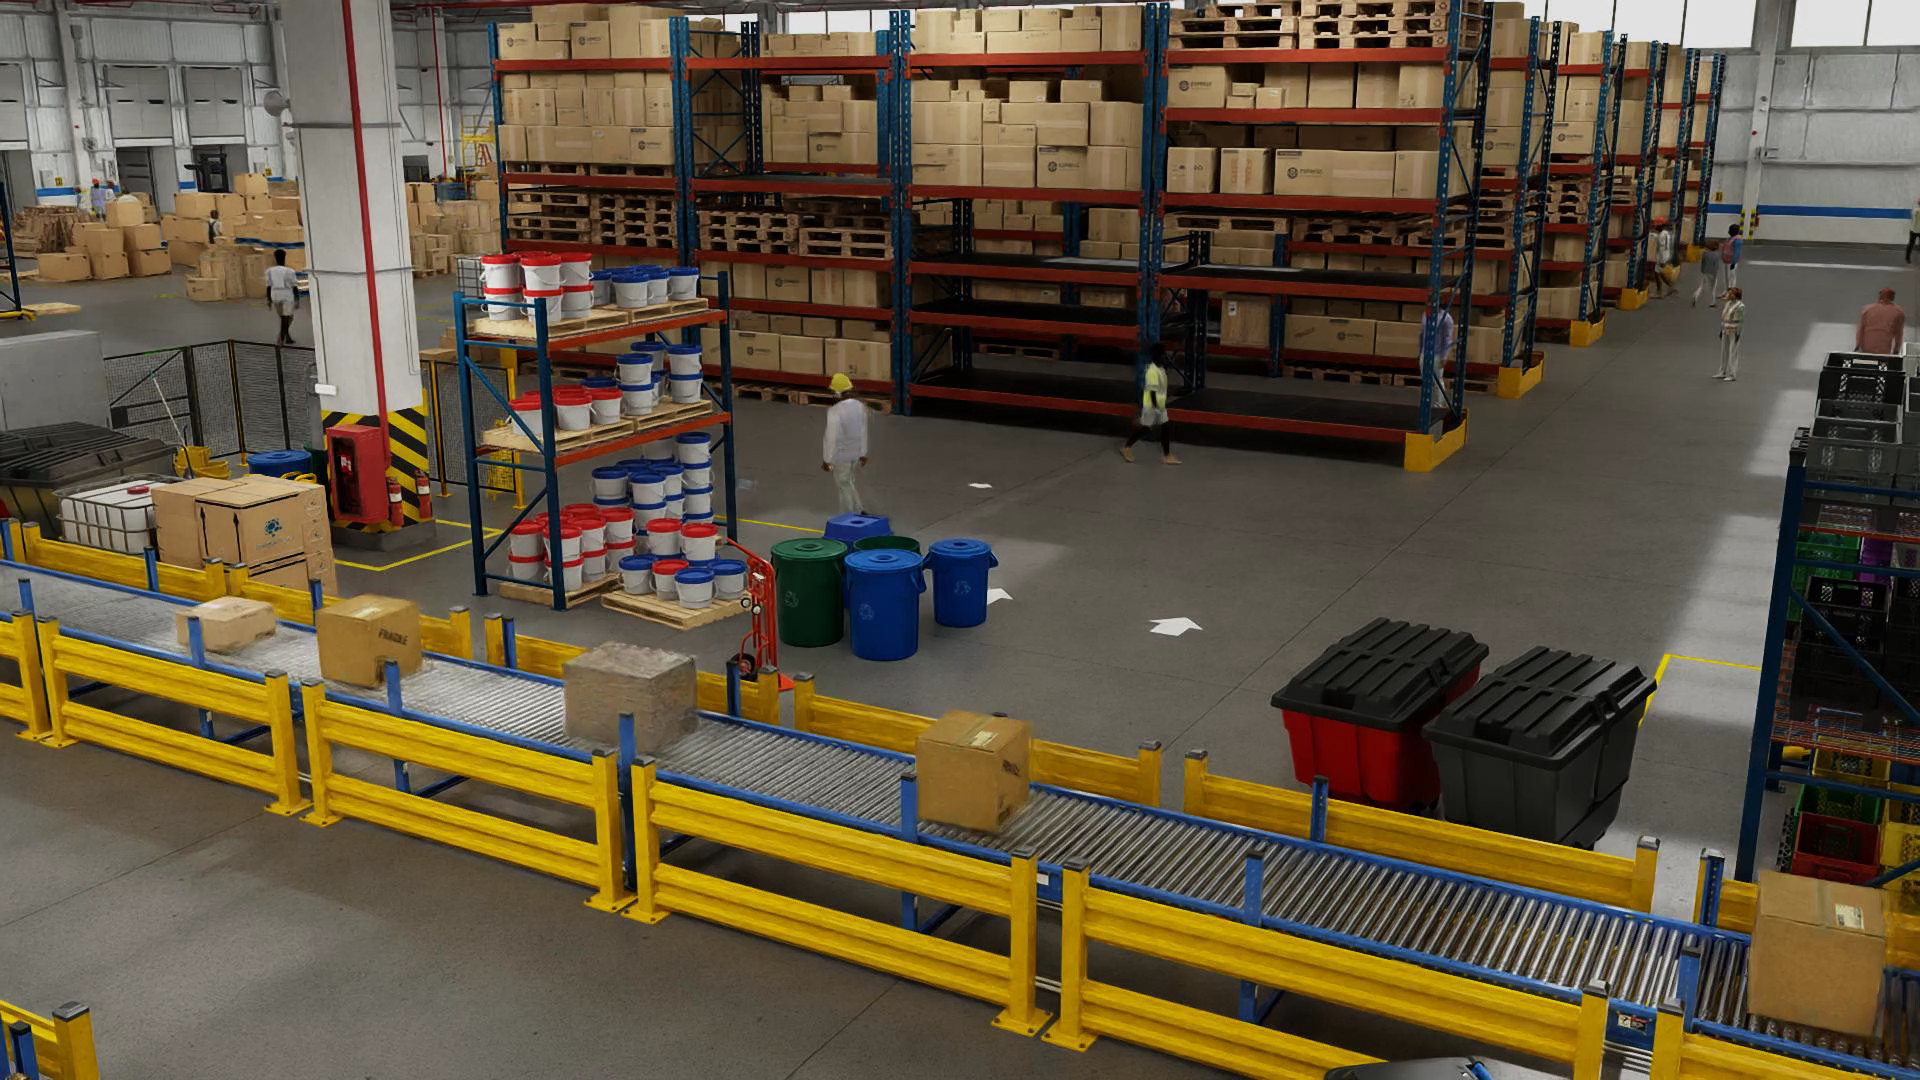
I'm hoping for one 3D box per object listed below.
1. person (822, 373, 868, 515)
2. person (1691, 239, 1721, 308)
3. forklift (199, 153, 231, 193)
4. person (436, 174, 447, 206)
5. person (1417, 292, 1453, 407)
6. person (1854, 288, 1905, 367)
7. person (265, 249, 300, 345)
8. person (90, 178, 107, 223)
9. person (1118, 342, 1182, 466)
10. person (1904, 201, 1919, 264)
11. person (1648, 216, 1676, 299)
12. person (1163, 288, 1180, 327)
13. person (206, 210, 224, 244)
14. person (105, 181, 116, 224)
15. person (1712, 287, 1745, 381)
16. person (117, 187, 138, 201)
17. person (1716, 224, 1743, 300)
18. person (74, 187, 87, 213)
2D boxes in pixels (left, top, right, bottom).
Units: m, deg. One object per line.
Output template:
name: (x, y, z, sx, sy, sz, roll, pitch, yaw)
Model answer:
person: (-1.314, -0.975, 18.795, 0.417, 1.818, 0.592, 9, 17, 31)
person: (17.526, -6.232, 38.960, 0.718, 1.610, 0.502, -9, 17, -31)
forklift: (-27.440, -12.865, 61.464, 1.873, 2.768, 1.129, 8, 17, 28)
person: (-20.257, -13.236, 64.688, 0.668, 1.921, 0.655, -12, 19, -39)
person: (7.278, -2.843, 25.594, 0.354, 1.936, 0.635, -7, 17, -26)
person: (14.857, -3.138, 26.889, 0.660, 1.846, 0.938, 10, 18, 33)
person: (-13.396, -4.765, 32.834, 0.614, 1.941, 0.851, 1, 15, 5)
person: (-31.752, -12.347, 61.323, 0.552, 1.937, 0.356, -2, 15, -7)
person: (2.560, -1.832, 22.314, 0.826, 1.669, 0.531, 7, 16, 24)
person: (28.580, -9.199, 49.439, 0.961, 1.948, 0.637, -5, 16, -17)
person: (17.198, -6.903, 40.720, 0.658, 2.013, 0.643, 8, 17, 27)
person: (4.478, -5.467, 35.518, 0.643, 1.910, 0.400, -13, 19, -39)
person: (-20.469, -8.181, 45.881, 0.513, 1.834, 0.411, 5, 16, 19)
person: (-31.111, -12.202, 60.908, 0.572, 1.868, 0.596, -13, 20, -40)
person: (13.438, -3.596, 28.994, 0.307, 1.639, 0.525, -3, 15, -10)
person: (-27.805, -10.825, 55.635, 0.647, 1.907, 0.865, -8, 17, -28)
person: (18.782, -6.775, 40.557, 0.429, 1.846, 0.626, 2, 15, 7)
person: (-32.759, -12.297, 61.788, 0.805, 1.599, 0.505, -8, 17, -29)
